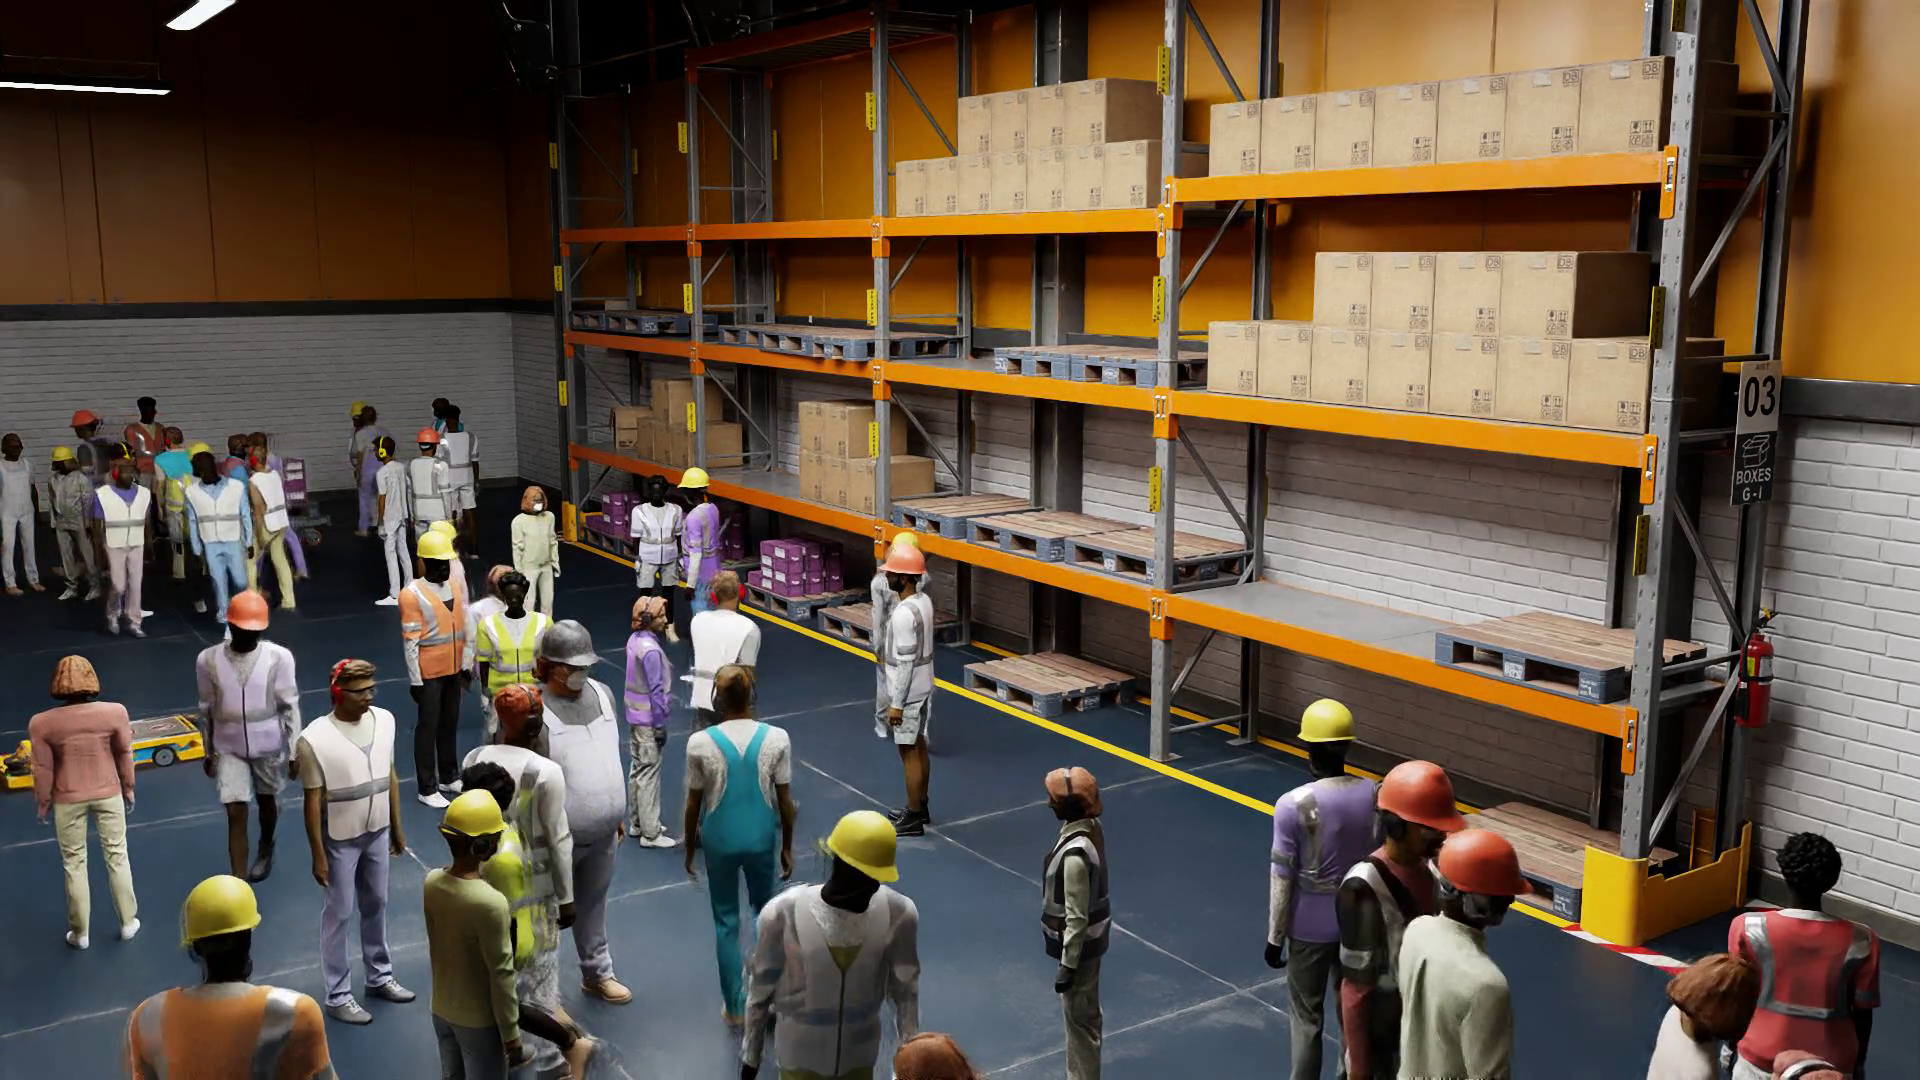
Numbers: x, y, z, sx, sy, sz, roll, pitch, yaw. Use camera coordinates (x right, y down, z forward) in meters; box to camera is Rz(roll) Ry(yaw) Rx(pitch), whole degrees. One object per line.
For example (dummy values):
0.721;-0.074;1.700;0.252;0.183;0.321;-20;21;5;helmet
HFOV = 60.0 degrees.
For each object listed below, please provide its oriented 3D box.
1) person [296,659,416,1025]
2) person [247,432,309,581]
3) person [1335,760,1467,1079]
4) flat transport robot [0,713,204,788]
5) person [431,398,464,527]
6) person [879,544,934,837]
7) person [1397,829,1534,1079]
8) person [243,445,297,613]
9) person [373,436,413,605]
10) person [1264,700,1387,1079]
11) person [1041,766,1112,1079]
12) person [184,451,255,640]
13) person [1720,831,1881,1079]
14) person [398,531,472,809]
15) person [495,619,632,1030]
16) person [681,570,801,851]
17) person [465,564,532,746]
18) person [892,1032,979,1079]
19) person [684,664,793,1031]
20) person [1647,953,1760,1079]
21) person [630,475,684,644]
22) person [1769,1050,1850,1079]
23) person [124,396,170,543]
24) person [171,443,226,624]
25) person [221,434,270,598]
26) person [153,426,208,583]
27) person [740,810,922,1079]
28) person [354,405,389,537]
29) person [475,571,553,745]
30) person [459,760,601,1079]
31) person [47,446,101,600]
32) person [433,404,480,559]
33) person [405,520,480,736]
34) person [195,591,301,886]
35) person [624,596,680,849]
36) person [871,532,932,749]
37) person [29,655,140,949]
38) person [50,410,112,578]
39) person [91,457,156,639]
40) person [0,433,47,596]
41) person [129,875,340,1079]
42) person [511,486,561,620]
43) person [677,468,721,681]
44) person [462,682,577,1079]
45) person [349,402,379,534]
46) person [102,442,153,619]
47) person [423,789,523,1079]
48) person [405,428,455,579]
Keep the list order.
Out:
-3.039;1.483;8.316;0.388;1.838;0.562;5;11;28;person
-8.061;-0.386;19.473;0.997;1.782;0.541;4;11;23;person
1.598;1.776;6.036;0.411;2.032;0.611;9;13;43;person
-6.378;1.558;12.460;1.431;0.197;0.652;-7;12;-37;flat transport robot
-7.249;-1.093;23.465;0.635;1.831;0.429;8;13;39;person
-0.354;0.982;10.944;0.352;1.942;0.545;2;10;11;person
1.652;1.903;5.503;0.594;1.971;0.677;-3;10;-16;person
-7.464;-0.099;17.667;0.801;1.813;0.573;1;10;7;person
-6.215;-0.210;18.192;0.333;1.860;0.509;3;10;15;person
1.569;1.635;7.186;0.584;1.919;0.388;-5;11;-25;person
0.502;1.768;7.216;0.308;1.640;0.511;1;10;8;person
-7.413;0.042;16.681;0.625;1.878;0.604;-3;10;-19;person
3.106;1.918;6.190;0.536;1.692;0.320;3;10;17;person
-3.615;0.883;11.563;0.366;1.926;0.594;4;10;20;person
-1.909;1.387;8.276;0.537;2.000;0.683;7;12;36;person
-1.486;1.084;10.821;0.564;1.778;0.973;6;11;31;person
-3.380;0.944;12.200;0.535;1.588;0.846;-9;14;-44;person
-0.003;2.195;4.811;0.397;1.605;0.521;-1;10;-5;person
-1.089;1.513;8.184;0.512;1.819;0.388;-3;10;-16;person
2.352;2.085;5.424;0.455;1.604;0.526;4;10;23;person
-2.955;0.195;16.283;0.530;1.696;0.321;-5;11;-25;person
2.035;2.174;4.089;0.653;1.900;0.399;0;10;0;person
-10.839;-0.946;22.233;0.380;1.958;0.598;5;11;25;person
-7.969;-0.097;17.517;0.592;1.878;1.006;-6;12;-33;person
-7.980;-0.267;18.566;0.429;1.845;0.627;-6;11;-31;person
-9.094;-0.410;19.431;0.389;1.838;0.563;7;12;36;person
-0.450;1.854;5.994;0.624;1.877;0.555;-3;10;-19;person
-7.895;-0.911;22.432;0.840;1.820;0.516;8;12;38;person
-3.009;1.041;11.315;0.532;1.697;0.322;-3;10;-20;person
-1.939;1.747;7.206;0.687;1.678;0.537;-4;10;-23;person
-9.848;-0.185;18.413;0.487;1.735;0.338;1;10;6;person
-6.316;-0.718;20.859;0.612;1.961;0.363;-8;13;-40;person
-4.011;0.683;13.365;0.882;1.732;0.507;-4;10;-22;person
-4.182;1.209;9.819;0.558;1.876;1.028;-3;10;-18;person
-2.008;1.167;10.750;0.312;1.636;0.520;-4;11;-24;person
-0.456;0.770;12.926;0.480;1.691;0.784;-1;10;-6;person
-4.818;1.437;9.176;0.498;1.633;0.283;-6;11;-30;person
-10.324;-0.529;19.619;0.951;1.999;0.619;1;10;5;person
-8.308;0.083;16.512;0.428;1.831;0.609;7;12;37;person
-10.618;-0.287;18.707;0.341;1.840;0.504;6;12;34;person
-2.265;1.985;5.295;0.609;1.870;1.019;1;10;4;person
-4.076;0.278;16.014;0.278;1.621;0.511;8;12;38;person
-2.342;0.309;14.940;0.370;1.927;0.588;1;10;7;person
-2.002;1.577;7.623;0.584;1.882;0.337;5;11;27;person
-8.200;-1.002;22.946;0.403;1.823;0.593;-9;13;-44;person
-8.796;-0.096;17.520;0.510;1.863;0.327;6;12;33;person
-1.878;1.835;6.487;0.524;1.761;0.339;9;13;42;person
-5.845;-0.278;18.398;0.550;1.925;0.390;3;10;16;person
